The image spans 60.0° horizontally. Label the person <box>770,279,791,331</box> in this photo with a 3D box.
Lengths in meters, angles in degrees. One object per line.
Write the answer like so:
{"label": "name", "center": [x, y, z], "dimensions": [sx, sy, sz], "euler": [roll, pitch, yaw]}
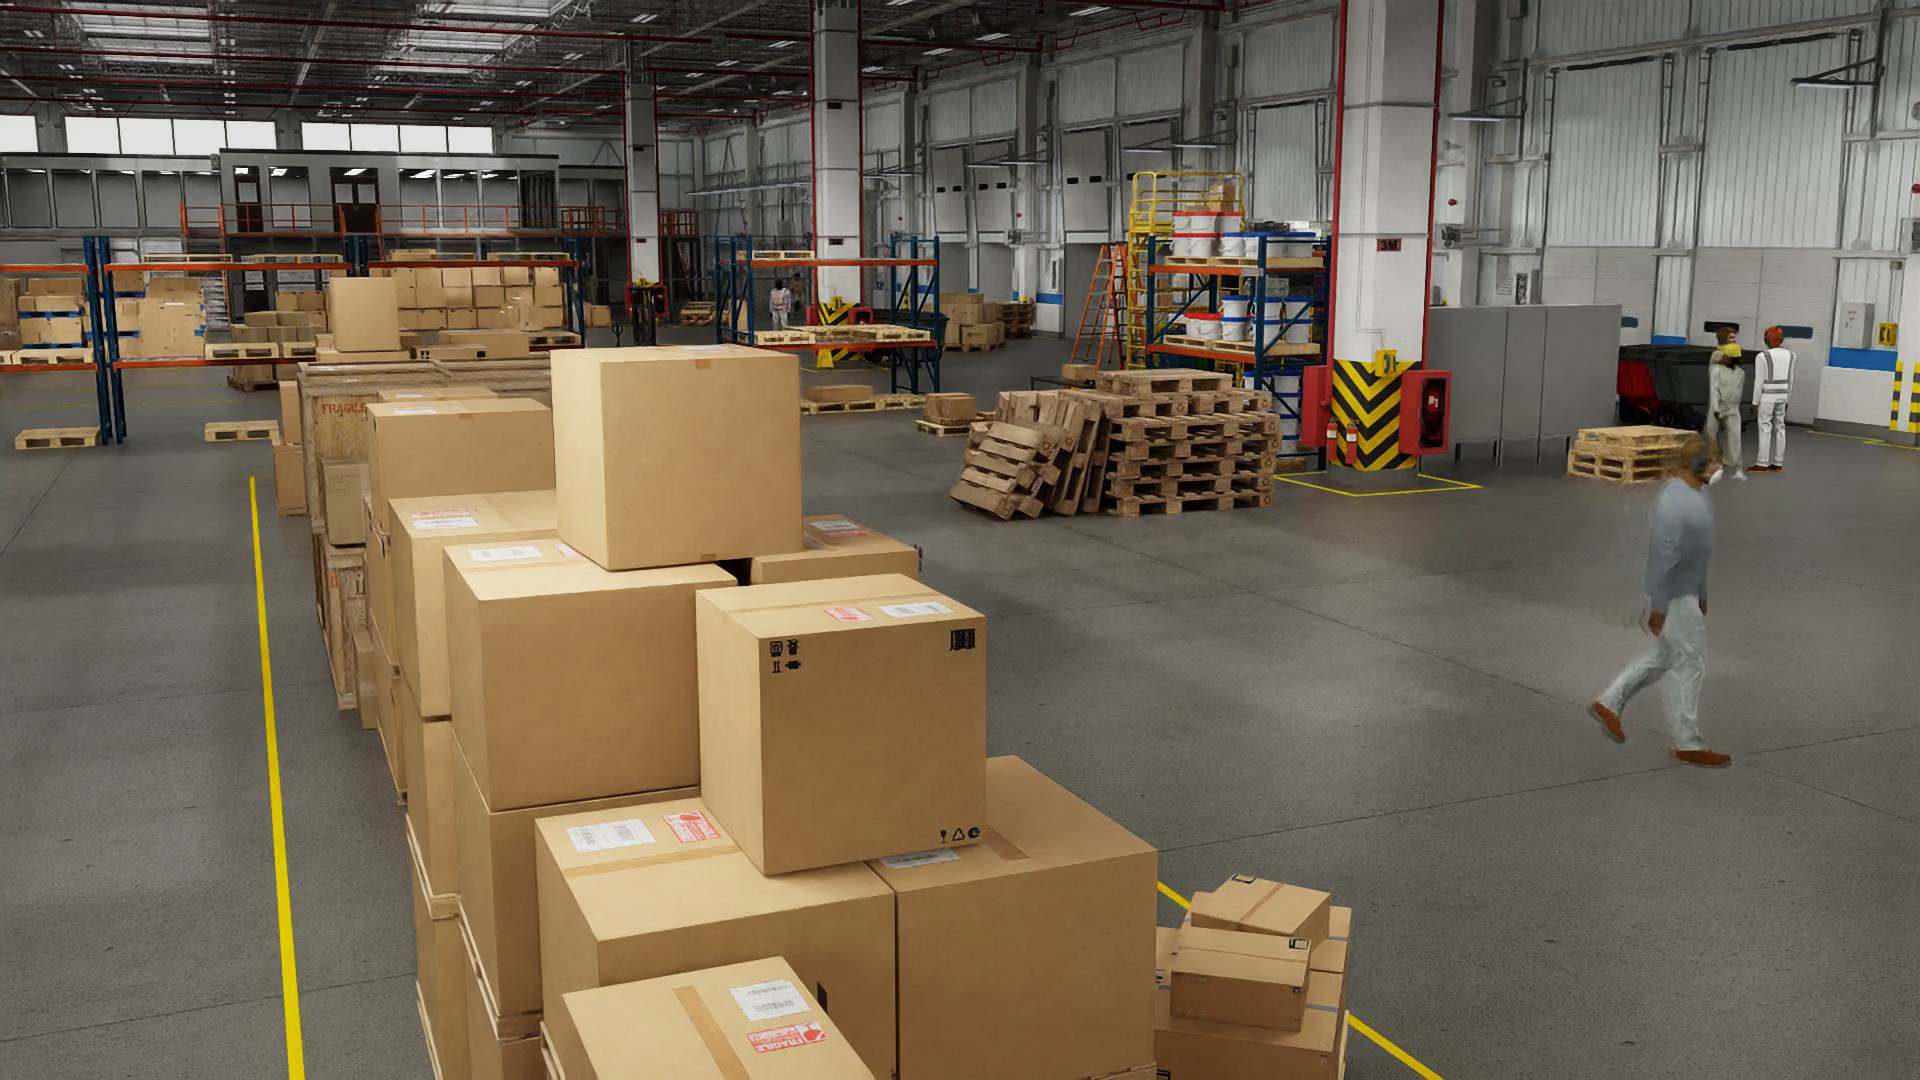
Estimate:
{"label": "person", "center": [-5.135, -6.503, 47.407], "dimensions": [0.640, 1.841, 0.429], "euler": [3, 11, 16]}

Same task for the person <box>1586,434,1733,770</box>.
{"label": "person", "center": [4.093, 0.324, 9.657], "dimensions": [0.796, 1.901, 0.670], "euler": [7, 12, 33]}

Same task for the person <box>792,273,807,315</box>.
{"label": "person", "center": [-6.270, -9.559, 64.740], "dimensions": [0.543, 1.645, 0.875], "euler": [-8, 13, -38]}

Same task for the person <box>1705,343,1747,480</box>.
{"label": "person", "center": [9.636, -1.645, 21.008], "dimensions": [0.487, 1.698, 0.844], "euler": [-1, 10, -4]}

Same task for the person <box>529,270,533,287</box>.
{"label": "person", "center": [-14.839, -8.491, 58.223], "dimensions": [0.546, 1.904, 0.929], "euler": [7, 12, 33]}

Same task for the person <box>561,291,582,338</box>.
{"label": "person", "center": [-8.835, -4.791, 38.046], "dimensions": [0.971, 1.818, 0.510], "euler": [5, 11, 25]}

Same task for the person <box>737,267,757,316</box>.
{"label": "person", "center": [-7.998, -9.129, 61.535], "dimensions": [0.895, 1.968, 0.622], "euler": [1, 10, 3]}

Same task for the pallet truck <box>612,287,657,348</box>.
{"label": "pallet truck", "center": [-6.464, -4.406, 35.401], "dimensions": [0.823, 1.965, 1.885], "euler": [6, 12, 32]}

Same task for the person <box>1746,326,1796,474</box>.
{"label": "person", "center": [10.369, -1.786, 21.270], "dimensions": [0.573, 1.886, 0.359], "euler": [-3, 11, -16]}

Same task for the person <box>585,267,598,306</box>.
{"label": "person", "center": [-14.736, -9.952, 66.404], "dimensions": [0.627, 1.844, 0.429], "euler": [5, 12, 28]}

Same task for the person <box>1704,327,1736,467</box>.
{"label": "person", "center": [10.024, -1.894, 21.979], "dimensions": [0.345, 1.845, 0.505], "euler": [5, 11, 24]}

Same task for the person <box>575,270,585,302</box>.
{"label": "person", "center": [-15.403, -10.097, 67.407], "dimensions": [0.323, 1.767, 0.533], "euler": [7, 13, 35]}

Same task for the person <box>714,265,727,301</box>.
{"label": "person", "center": [-11.495, -12.414, 79.849], "dimensions": [0.619, 1.892, 1.059], "euler": [-3, 11, -14]}
